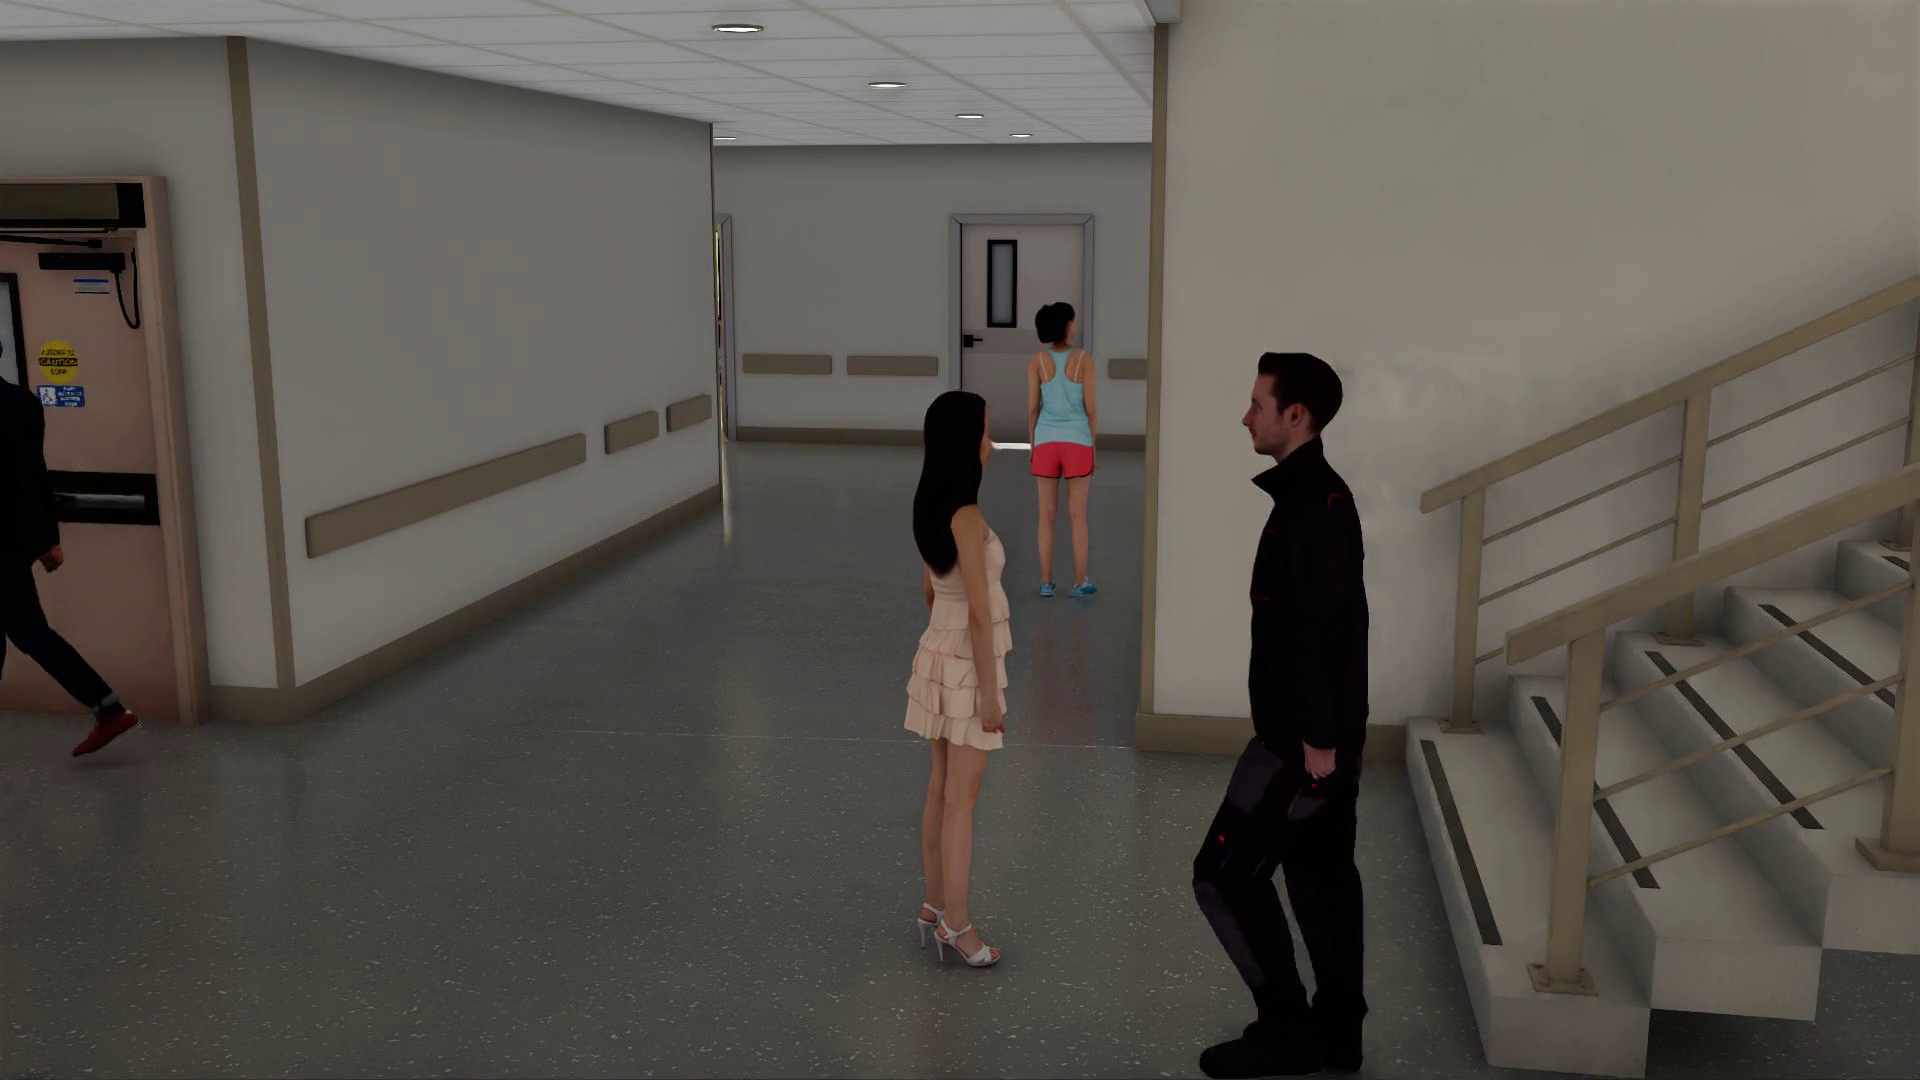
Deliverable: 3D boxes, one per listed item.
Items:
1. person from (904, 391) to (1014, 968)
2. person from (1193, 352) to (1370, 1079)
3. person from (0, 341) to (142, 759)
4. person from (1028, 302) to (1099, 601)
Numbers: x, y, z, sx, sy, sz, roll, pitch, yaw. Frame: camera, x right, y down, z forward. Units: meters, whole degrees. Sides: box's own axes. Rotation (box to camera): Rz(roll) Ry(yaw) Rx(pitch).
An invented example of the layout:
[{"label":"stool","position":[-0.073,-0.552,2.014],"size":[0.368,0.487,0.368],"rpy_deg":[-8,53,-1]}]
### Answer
[{"label":"person","position":[-0.014,0.418,4.986],"size":[0.675,1.738,0.656],"rpy_deg":[-4,11,-20]},{"label":"person","position":[0.947,0.482,4.225],"size":[0.719,1.895,0.742],"rpy_deg":[4,12,21]},{"label":"person","position":[-3.820,0.050,6.812],"size":[1.247,1.779,0.890],"rpy_deg":[-1,11,-3]},{"label":"person","position":[0.616,-0.536,9.944],"size":[0.514,1.763,0.655],"rpy_deg":[3,11,17]}]
